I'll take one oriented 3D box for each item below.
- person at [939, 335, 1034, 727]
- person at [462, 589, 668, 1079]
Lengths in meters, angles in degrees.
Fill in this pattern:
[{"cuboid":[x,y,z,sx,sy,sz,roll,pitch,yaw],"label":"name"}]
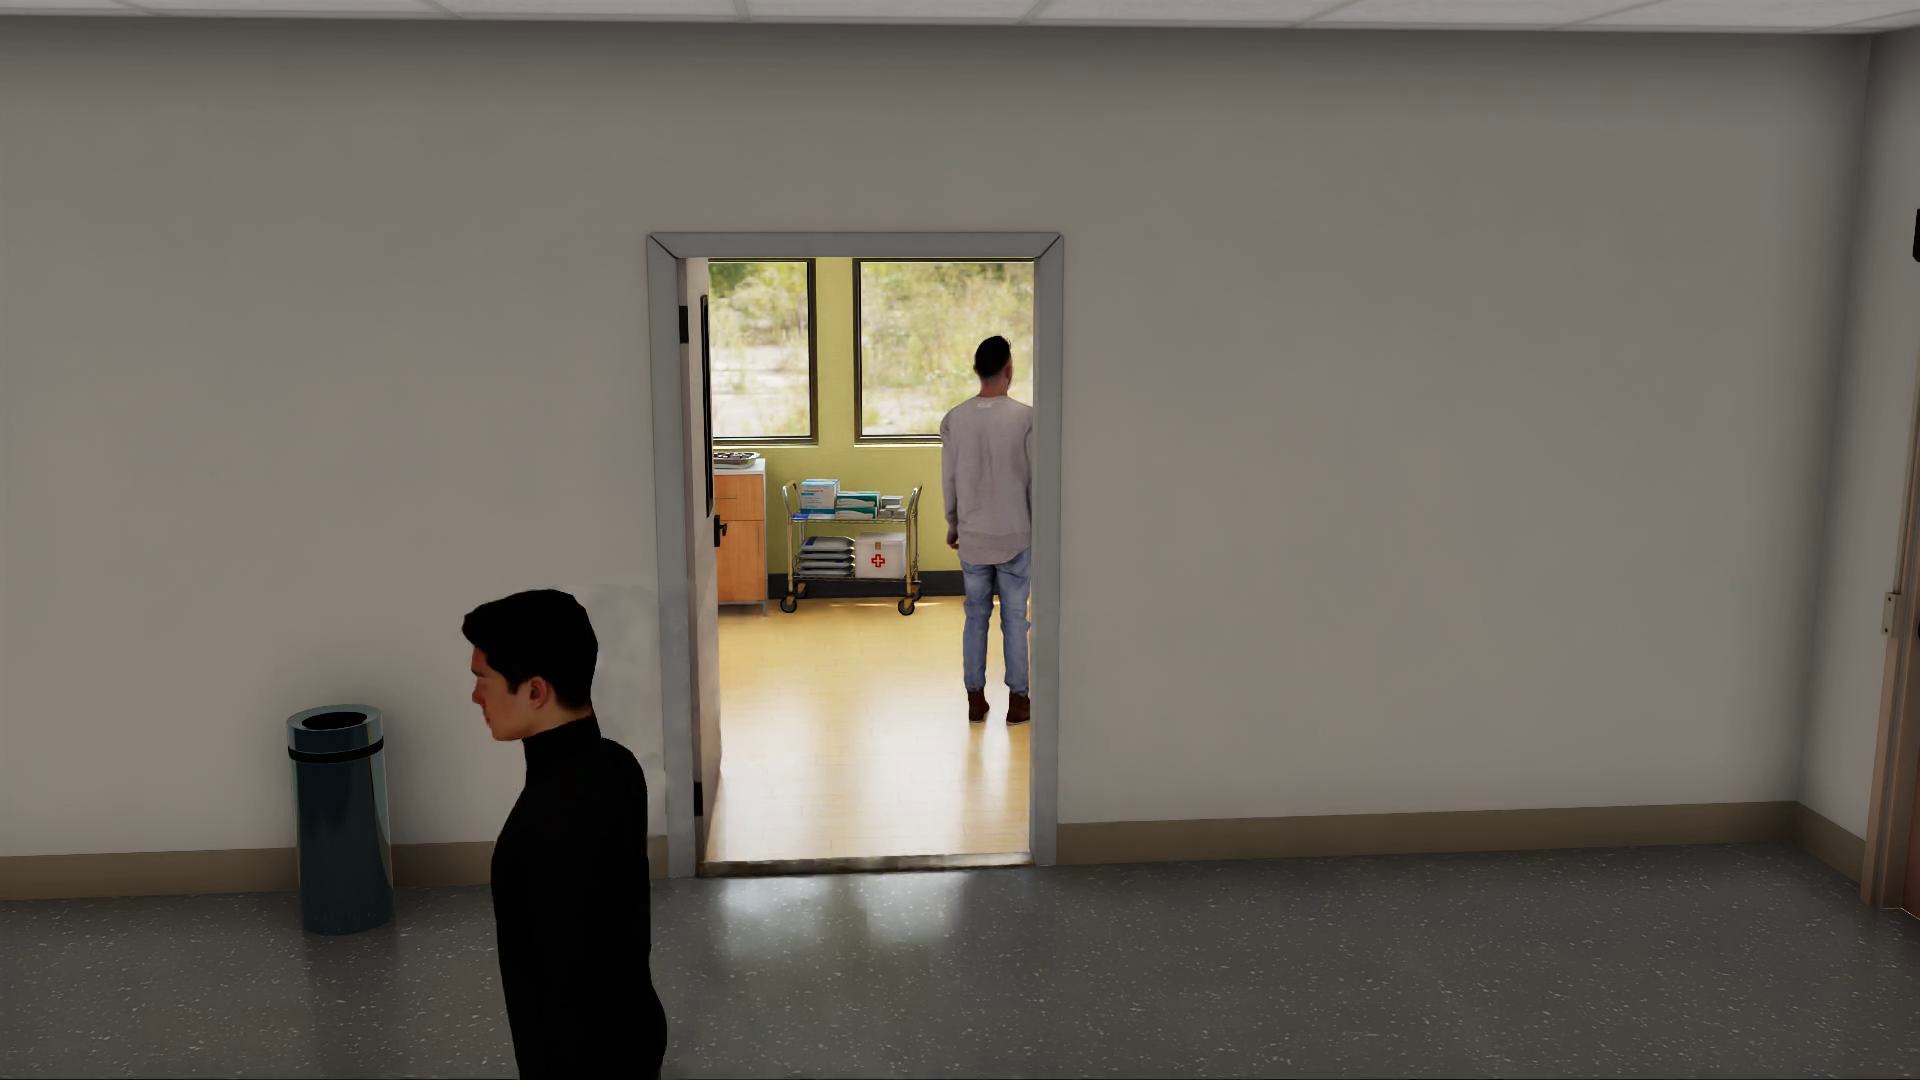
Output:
[{"cuboid":[0.170,-0.047,7.809,0.670,1.840,0.825,4,11,20],"label":"person"},{"cuboid":[-0.611,0.929,3.037,1.006,1.702,0.740,1,11,4],"label":"person"}]
